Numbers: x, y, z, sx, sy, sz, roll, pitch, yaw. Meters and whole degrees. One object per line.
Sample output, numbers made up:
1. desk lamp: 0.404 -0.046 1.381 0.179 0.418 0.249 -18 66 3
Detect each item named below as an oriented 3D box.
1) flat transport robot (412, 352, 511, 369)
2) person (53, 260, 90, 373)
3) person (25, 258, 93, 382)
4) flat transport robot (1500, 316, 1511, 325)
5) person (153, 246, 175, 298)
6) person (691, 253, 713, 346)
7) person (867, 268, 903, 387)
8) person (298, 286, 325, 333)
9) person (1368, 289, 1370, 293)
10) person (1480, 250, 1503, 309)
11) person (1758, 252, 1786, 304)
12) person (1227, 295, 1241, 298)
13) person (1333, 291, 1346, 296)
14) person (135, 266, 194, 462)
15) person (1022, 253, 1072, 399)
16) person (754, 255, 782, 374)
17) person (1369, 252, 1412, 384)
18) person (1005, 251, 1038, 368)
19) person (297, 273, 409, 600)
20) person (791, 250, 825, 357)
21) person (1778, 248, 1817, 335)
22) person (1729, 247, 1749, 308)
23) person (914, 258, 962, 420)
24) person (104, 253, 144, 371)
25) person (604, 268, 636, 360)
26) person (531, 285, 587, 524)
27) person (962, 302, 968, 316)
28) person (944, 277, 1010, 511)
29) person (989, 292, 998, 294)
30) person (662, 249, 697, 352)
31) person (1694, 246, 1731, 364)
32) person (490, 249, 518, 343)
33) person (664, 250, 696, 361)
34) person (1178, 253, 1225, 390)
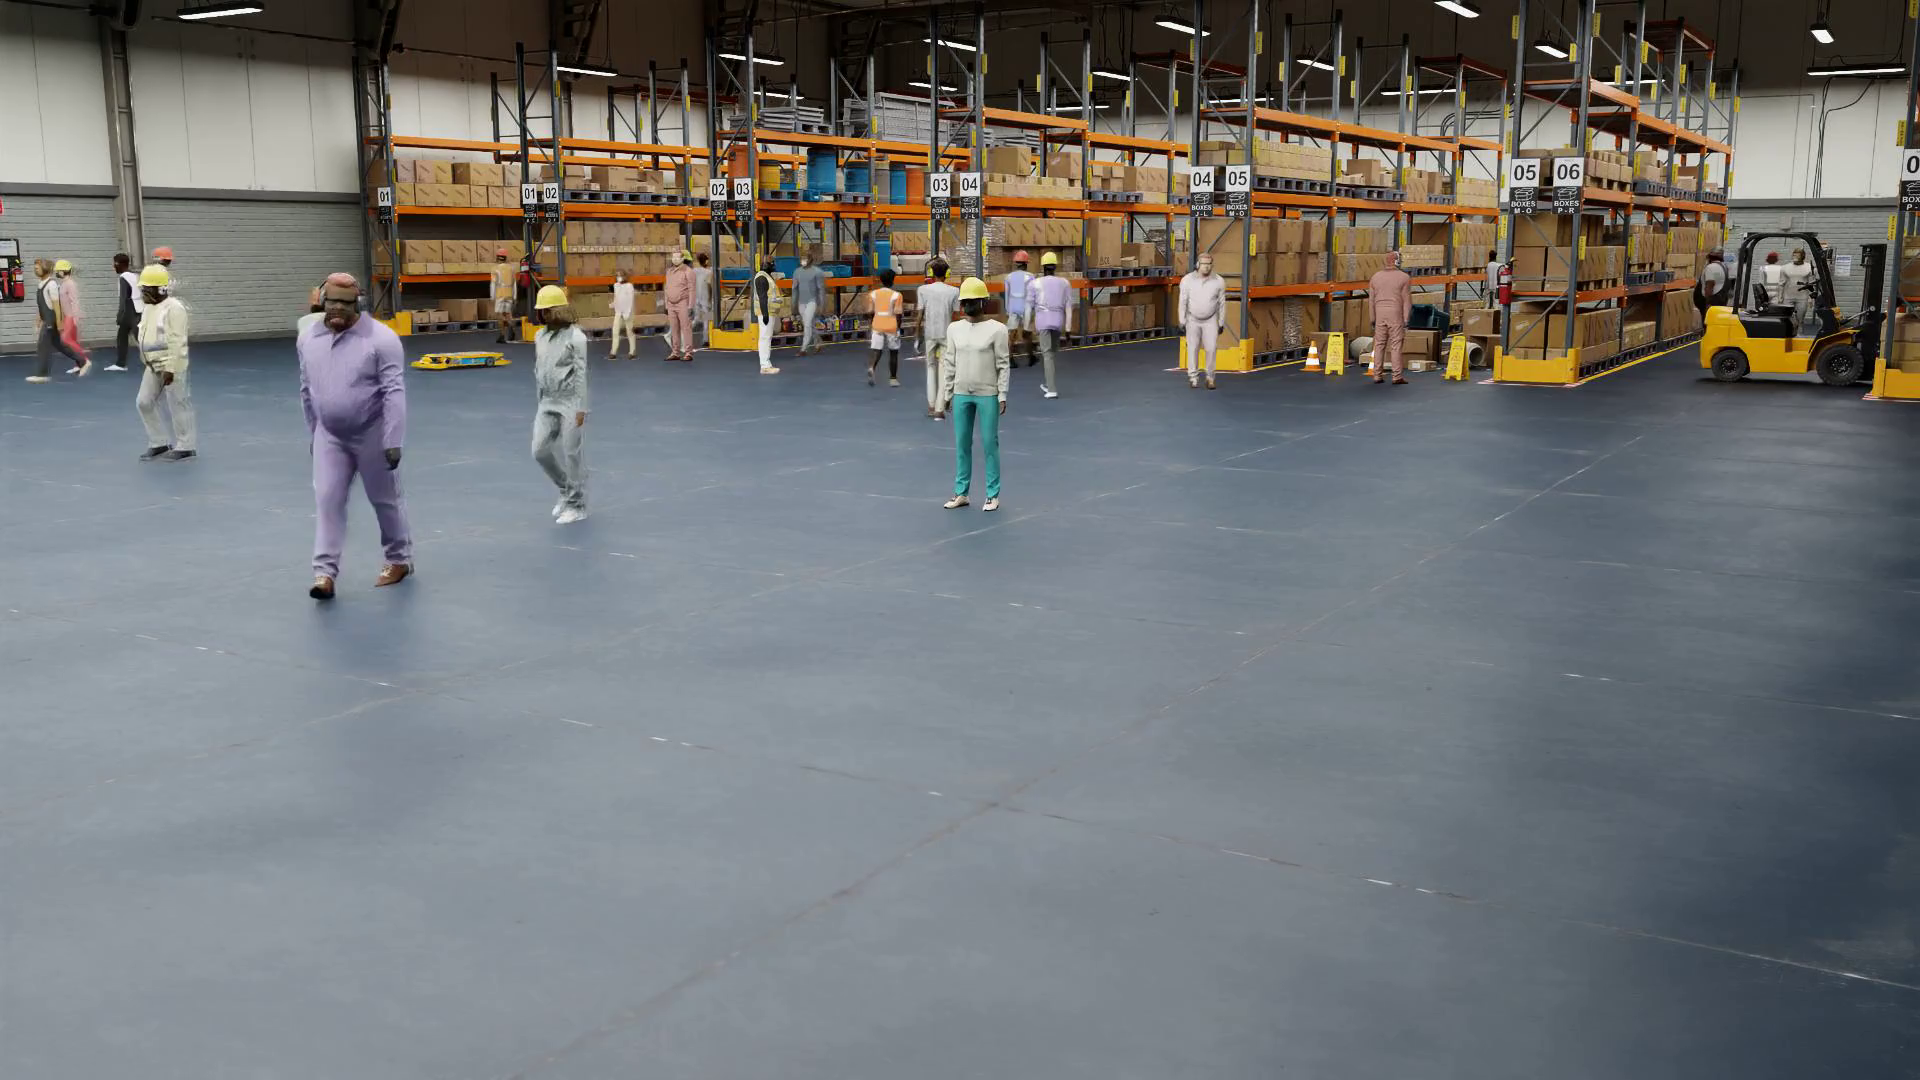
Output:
1. flat transport robot: -8.135 -2.946 27.144 0.652 0.197 1.431 9 13 40
2. person: -13.894 -3.473 25.933 0.394 1.759 0.541 -9 13 -41
3. person: -13.338 -3.246 24.520 0.892 1.819 0.513 -8 13 -38
4. flat transport robot: 13.296 -5.395 40.866 0.652 0.197 1.431 3 11 18
5. person: -13.250 -3.882 27.620 0.474 1.969 0.635 -9 14 -42
6. person: -5.111 -4.686 32.525 0.529 1.840 0.641 5 11 24
7. person: -1.055 -2.948 23.214 0.538 1.676 0.683 4 11 21
8. person: -6.082 -1.641 16.081 0.509 1.598 0.765 -1 10 -7
9. person: 9.915 -5.976 39.387 0.511 1.957 0.734 -6 12 -32
10. person: 12.567 -5.914 39.334 0.514 1.860 0.325 3 10 14
11. person: 17.519 -5.288 35.907 0.592 1.845 0.982 2 10 10
12. person: 5.438 -4.683 32.188 0.646 1.936 1.009 5 11 24
13. person: 9.016 -5.808 39.322 0.537 1.658 0.786 3 11 18
14. person: -7.368 -1.601 15.297 0.590 1.810 0.567 7 12 33
15. person: 1.127 -2.830 21.951 0.604 1.884 0.924 -4 11 -19
16. person: -2.995 -3.518 25.951 0.429 1.845 0.621 0 10 0
17. person: 6.214 -3.193 23.971 0.642 1.902 0.399 9 13 41
18. person: 0.998 -3.756 27.157 0.563 1.883 1.017 5 11 26
19. person: -3.486 -0.589 9.526 0.671 1.855 0.997 1 10 5
20. person: -2.689 -4.256 29.931 0.649 1.909 0.962 6 12 30
21. person: 15.719 -4.518 31.285 0.632 1.936 0.359 6 12 32
22. person: 17.767 -5.726 38.037 0.635 1.942 0.648 -5 11 -26
23. person: -0.225 -2.326 19.250 0.573 1.841 0.774 1 10 6
24. person: -13.135 -3.617 26.440 0.954 1.880 0.589 -4 11 -20
25. person: -5.843 -3.884 28.649 0.520 1.595 0.737 7 12 33
26. person: -2.887 -0.972 12.012 0.508 1.725 0.365 5 11 26
27. person: 0.249 -4.871 32.966 0.615 2.041 0.392 3 10 15
28. person: 0.113 -1.098 12.608 0.535 1.767 0.317 5 11 25
29. person: 0.826 -6.768 43.909 0.646 1.929 0.536 10 14 43
30. person: -5.199 -4.421 30.817 0.563 1.907 0.598 -1 10 -7
31. person: 12.669 -4.006 28.130 0.535 2.000 0.852 10 14 44
32. person: -9.261 -4.931 33.689 0.587 1.907 0.434 -9 14 -42
33. person: -4.846 -4.029 28.632 0.651 1.908 0.409 7 12 33
34. person: 3.353 -3.017 23.042 0.659 1.878 0.789 1 10 5
